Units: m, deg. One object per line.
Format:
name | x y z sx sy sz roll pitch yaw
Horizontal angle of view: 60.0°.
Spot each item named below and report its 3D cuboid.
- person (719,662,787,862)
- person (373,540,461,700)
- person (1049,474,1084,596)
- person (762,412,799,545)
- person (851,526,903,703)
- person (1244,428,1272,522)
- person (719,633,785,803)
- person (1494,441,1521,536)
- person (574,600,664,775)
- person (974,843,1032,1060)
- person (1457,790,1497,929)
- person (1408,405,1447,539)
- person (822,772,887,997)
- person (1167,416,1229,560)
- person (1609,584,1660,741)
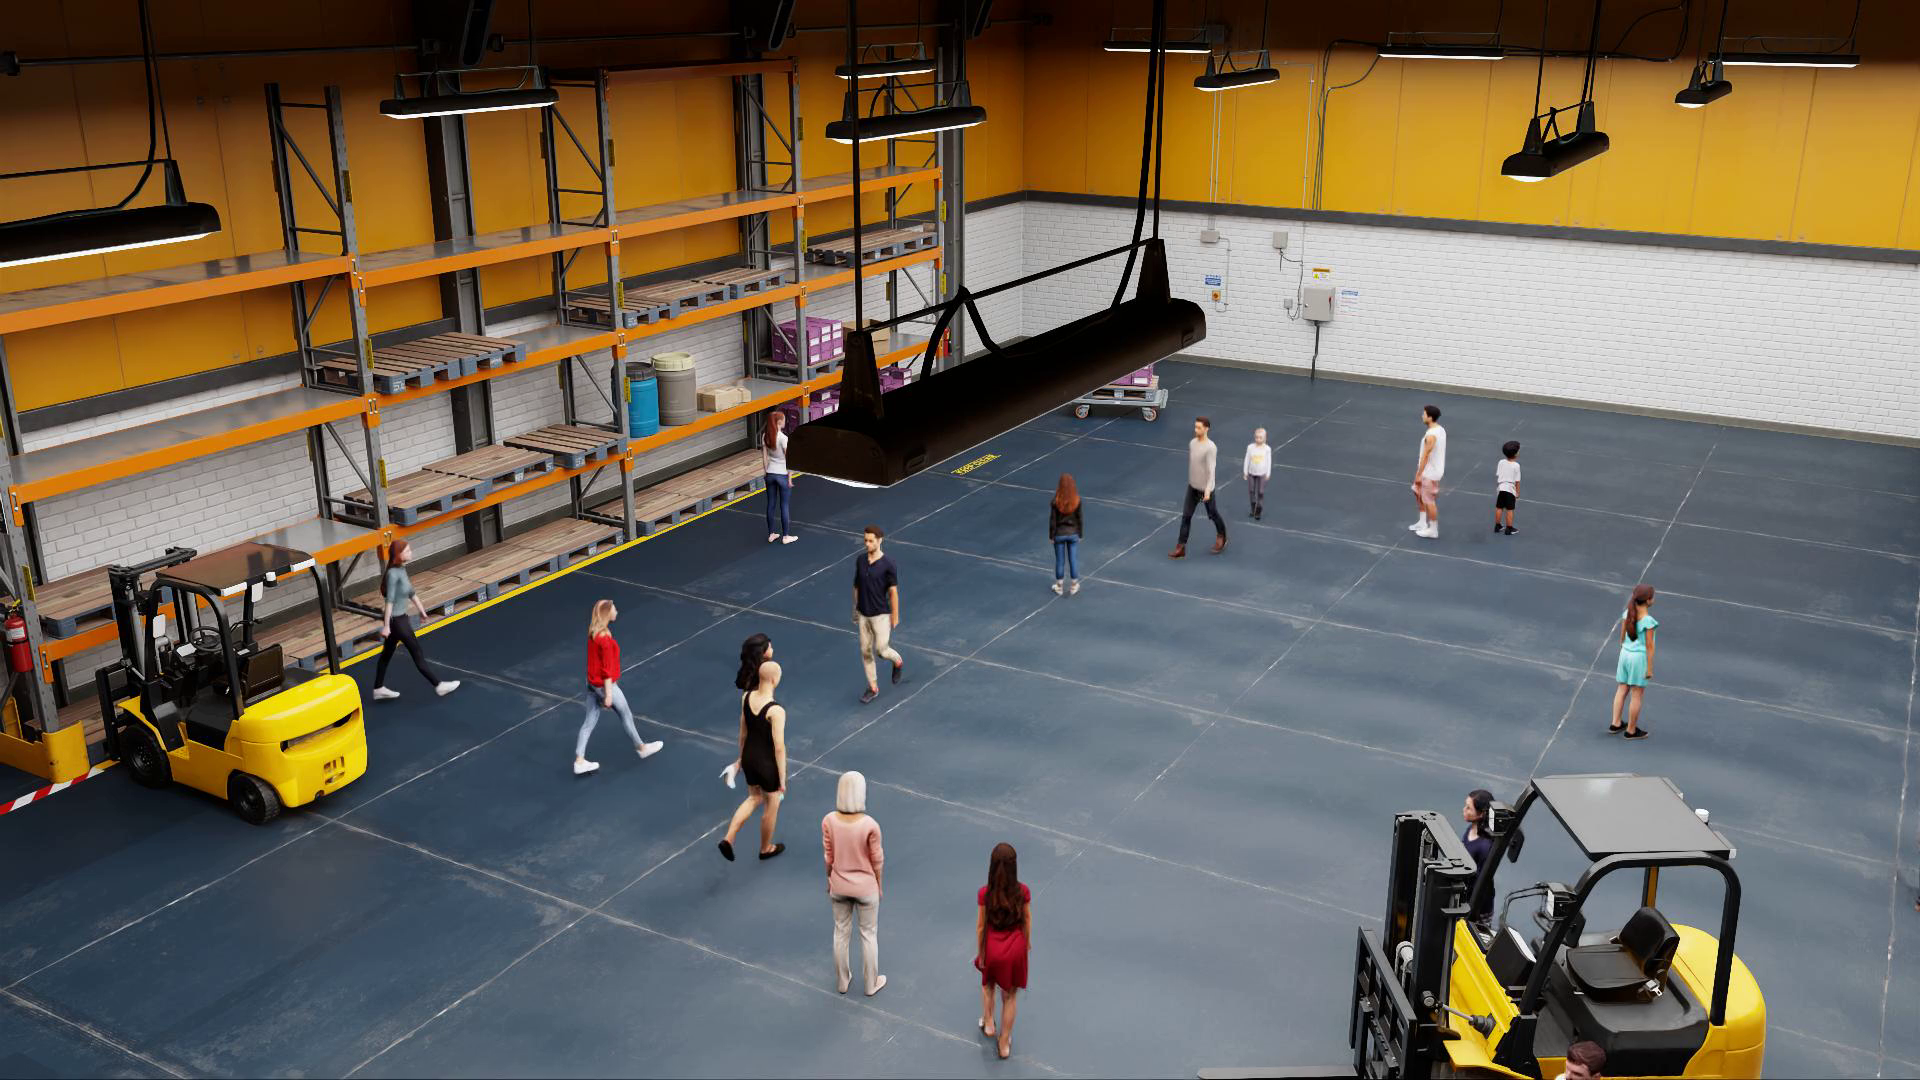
person | -1.691 1.870 13.599 0.828 1.792 0.964 14 23 36
person | -5.751 0.855 16.766 1.133 1.694 1.129 -3 19 -8
person | 1.268 -0.076 19.859 0.638 1.483 0.670 -2 19 -6
person | -2.379 -0.818 21.657 0.558 1.742 0.512 9 21 26
person | -0.831 0.726 16.917 0.644 1.841 0.851 10 21 27
person | 4.066 -0.920 22.725 0.630 1.254 0.913 6 19 16
person | -1.836 1.603 14.675 0.882 1.611 0.832 -4 19 -12
person | 7.268 -0.704 22.073 0.572 1.261 0.547 -15 24 -38
person | -3.350 1.380 15.271 1.192 1.653 0.935 -13 22 -33
person | 0.303 2.799 11.240 0.702 1.537 0.778 0 19 0
person | 3.678 2.559 11.671 0.950 1.717 0.986 0 19 1
person | 6.247 -0.871 21.771 0.715 1.770 0.582 10 21 27
person | -0.764 2.467 11.933 0.650 1.724 0.606 5 19 14
person | 3.140 -0.660 21.067 1.325 1.821 0.984 -14 23 -36
person | 6.527 1.157 16.082 0.671 1.558 0.636 -9 21 -25
